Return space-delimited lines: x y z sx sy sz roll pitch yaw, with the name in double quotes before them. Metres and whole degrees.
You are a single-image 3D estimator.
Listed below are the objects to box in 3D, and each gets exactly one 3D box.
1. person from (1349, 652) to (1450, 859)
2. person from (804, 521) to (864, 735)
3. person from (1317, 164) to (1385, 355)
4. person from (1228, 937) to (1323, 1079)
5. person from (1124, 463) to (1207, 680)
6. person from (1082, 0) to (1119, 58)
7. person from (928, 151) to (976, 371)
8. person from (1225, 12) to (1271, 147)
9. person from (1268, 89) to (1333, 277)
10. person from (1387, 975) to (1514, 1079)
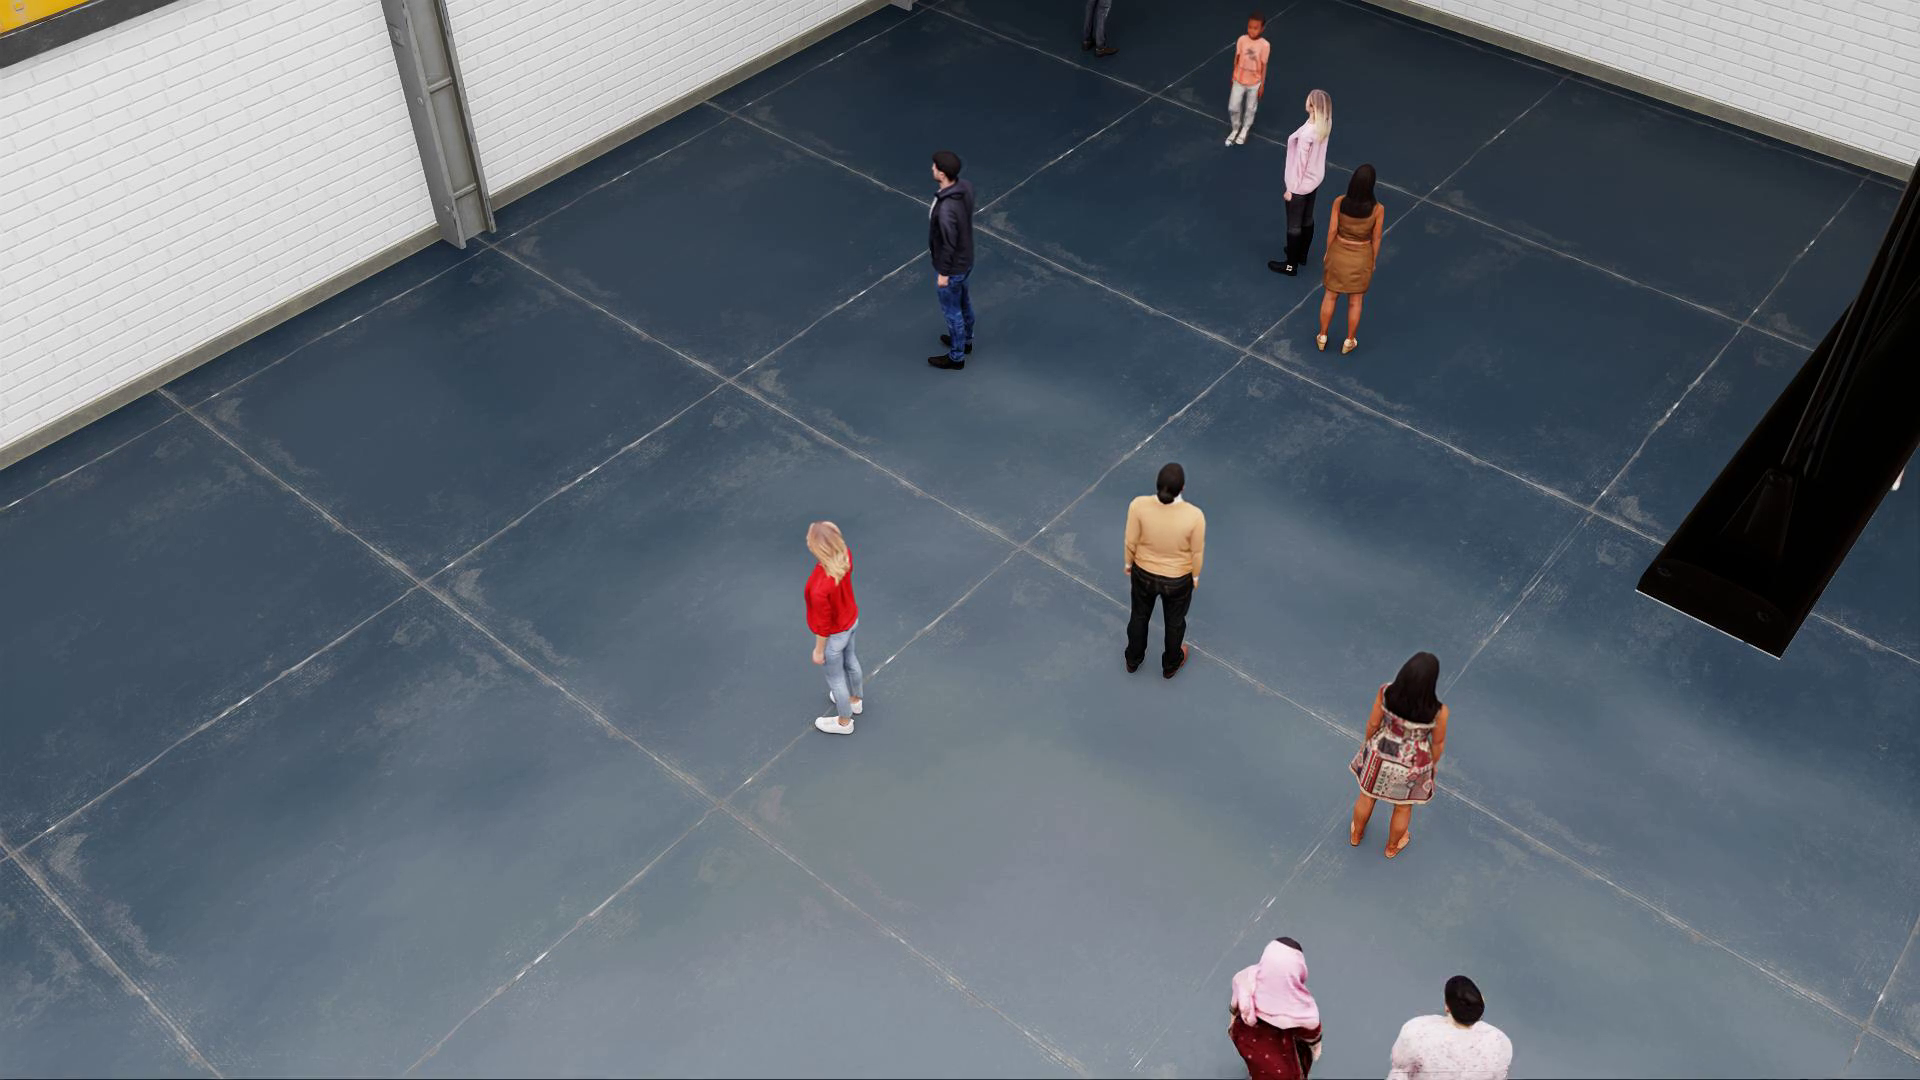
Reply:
"person" 2.508 1.231 9.515 0.699 1.645 0.617 18 47 18
"person" -0.768 0.544 10.195 0.742 1.703 0.565 14 45 14
"person" 3.067 -2.201 13.086 0.629 1.690 0.620 13 45 14
"person" 1.499 2.535 8.177 0.686 1.604 1.037 34 53 30
"person" 1.279 0.198 10.521 0.743 1.755 0.735 11 45 11
"person" 1.428 -5.768 16.766 0.614 1.779 0.704 -25 49 -24
"person" -0.047 -2.164 12.901 0.813 1.892 0.649 13 45 13
"person" 2.735 -4.362 15.635 0.565 1.302 0.593 19 47 19
"person" 2.890 -2.998 13.924 0.658 1.688 0.471 28 50 27
"person" 2.266 2.719 7.914 1.018 1.701 1.193 7 44 7
